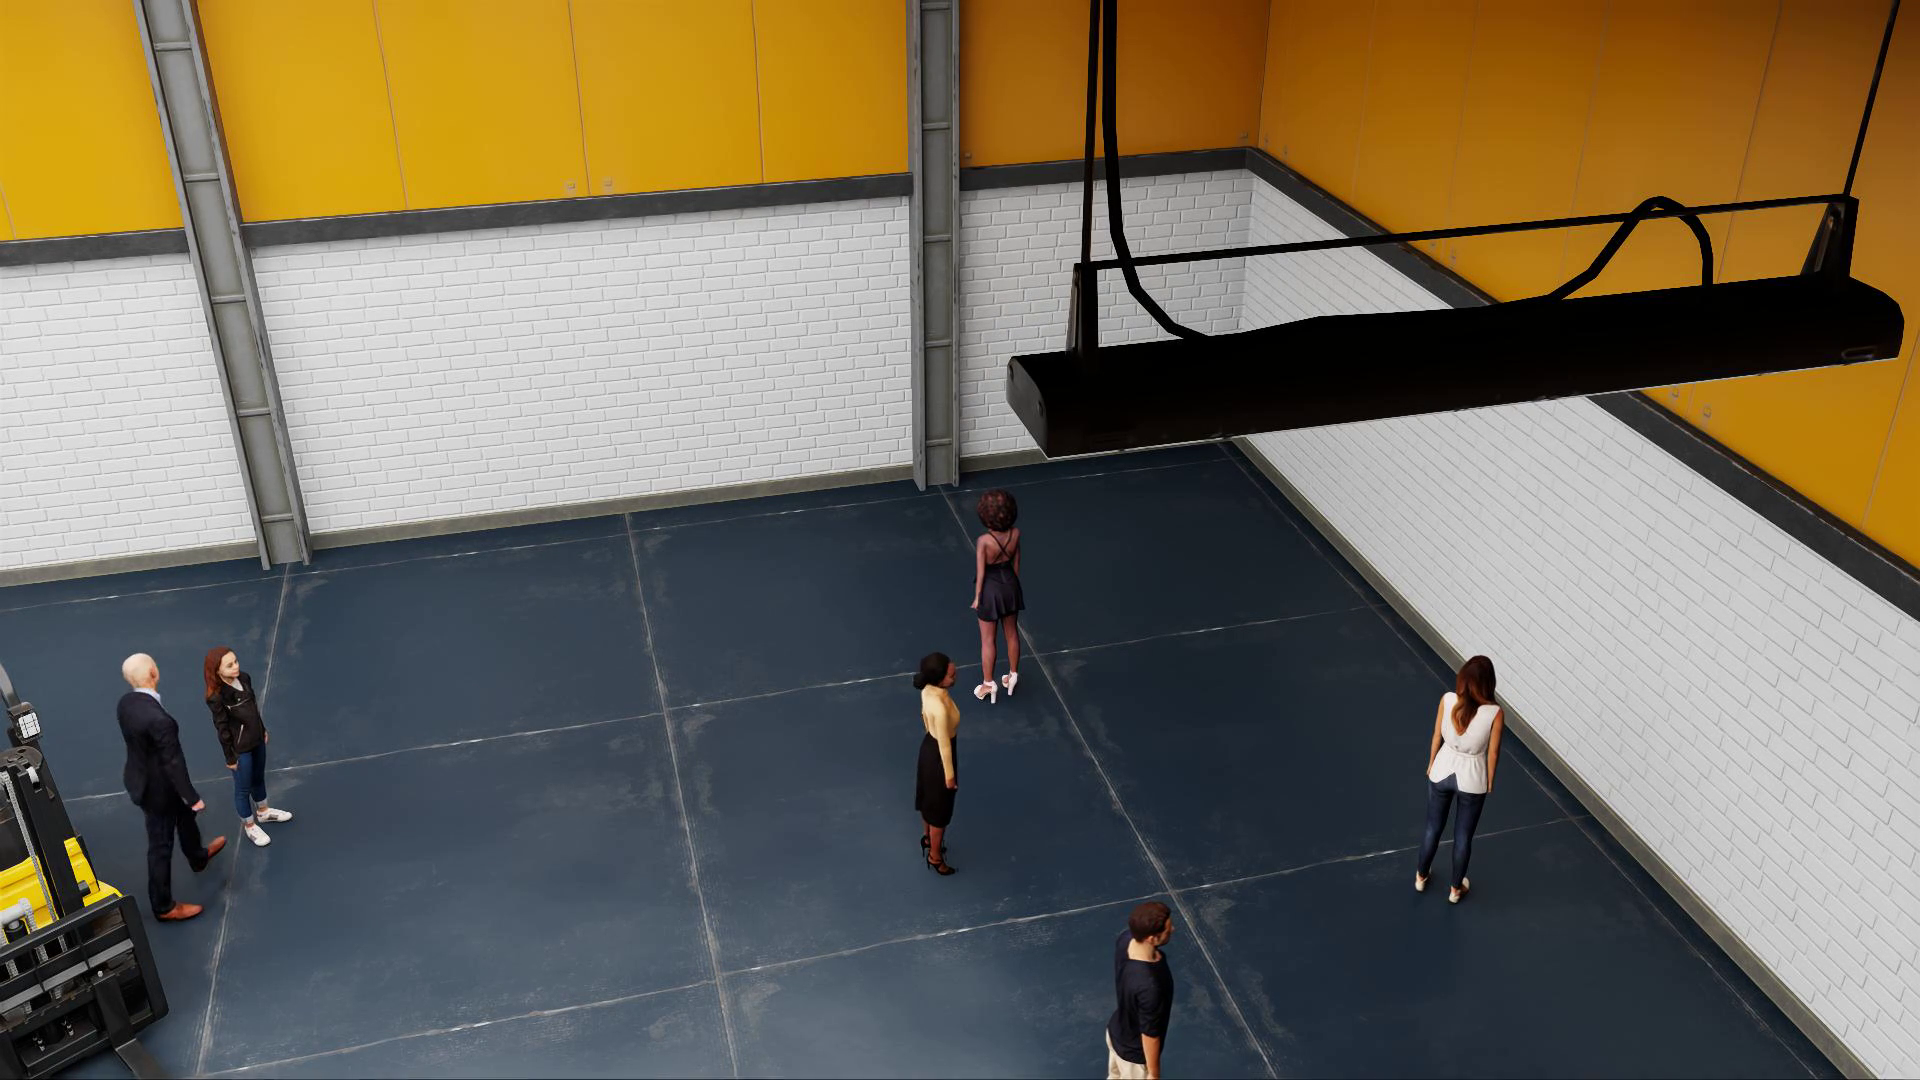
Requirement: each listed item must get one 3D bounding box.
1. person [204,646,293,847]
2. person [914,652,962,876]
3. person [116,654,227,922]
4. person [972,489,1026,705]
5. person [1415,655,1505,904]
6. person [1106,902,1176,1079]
[{"bbox_3d":[-4.837,1.350,11.210,0.640,1.483,0.639,5,29,9],"label":"person"},{"bbox_3d":[-0.142,1.445,10.860,0.511,1.653,0.567,-8,30,-14],"label":"person"},{"bbox_3d":[-5.091,1.591,10.485,1.048,1.754,0.984,-20,34,-31],"label":"person"},{"bbox_3d":[0.291,0.425,12.587,0.564,1.790,0.674,-17,33,-28],"label":"person"},{"bbox_3d":[3.170,1.525,10.579,0.657,1.782,0.709,17,33,28],"label":"person"},{"bbox_3d":[0.889,2.582,8.568,0.533,1.851,0.634,-6,29,-11],"label":"person"}]
